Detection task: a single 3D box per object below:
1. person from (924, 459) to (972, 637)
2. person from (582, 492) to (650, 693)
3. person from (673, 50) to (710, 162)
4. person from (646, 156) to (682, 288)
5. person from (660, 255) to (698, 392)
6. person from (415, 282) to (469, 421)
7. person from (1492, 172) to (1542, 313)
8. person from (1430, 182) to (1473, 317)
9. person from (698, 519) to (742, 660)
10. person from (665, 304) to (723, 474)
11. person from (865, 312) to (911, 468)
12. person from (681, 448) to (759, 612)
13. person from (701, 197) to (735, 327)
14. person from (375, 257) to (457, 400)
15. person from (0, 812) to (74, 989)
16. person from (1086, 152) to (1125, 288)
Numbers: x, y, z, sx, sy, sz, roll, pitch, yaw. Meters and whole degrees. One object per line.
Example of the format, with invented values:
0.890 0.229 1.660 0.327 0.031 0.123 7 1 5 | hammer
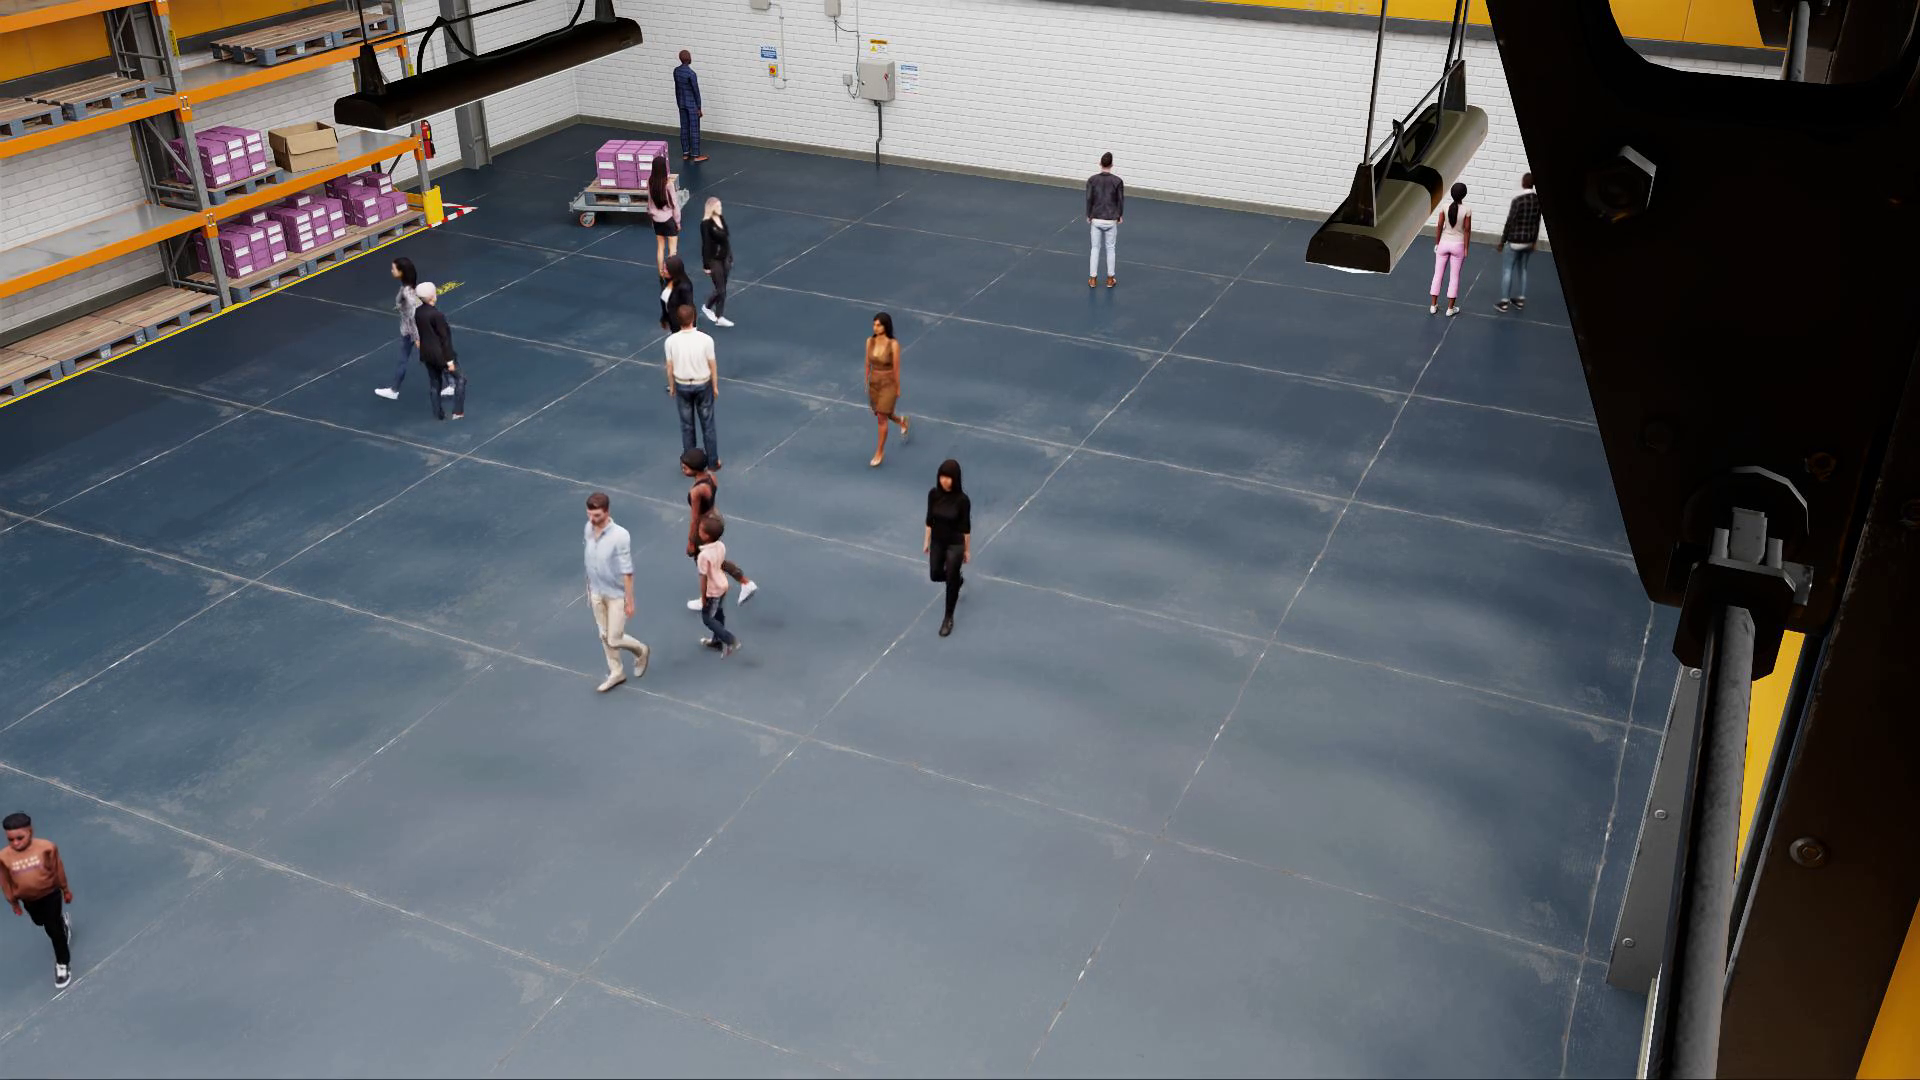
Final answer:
-0.078 0.006 14.611 0.569 1.633 0.822 12 31 21 | person
-2.801 0.401 13.677 0.714 1.835 0.771 19 34 31 | person
-4.521 -7.250 27.718 0.688 1.819 0.644 17 33 29 | person
-3.940 -4.230 22.191 0.623 1.811 0.517 12 31 21 | person
-3.172 -2.547 19.327 0.892 1.599 0.823 -21 35 -33 | person
-5.834 -1.998 18.522 0.819 1.766 0.729 19 34 31 | person
7.217 -3.843 21.472 0.756 1.820 0.823 -9 30 -17 | person
6.318 -3.755 21.394 0.592 1.742 0.522 15 32 25 | person
-2.055 0.420 14.200 0.570 1.300 0.637 14 31 23 | person
-2.769 -1.557 17.245 0.747 1.855 0.744 -1 29 -2 | person
-0.756 -1.627 17.570 0.647 1.668 1.007 16 33 28 | person
-2.146 -0.047 14.670 0.807 1.669 0.899 6 29 11 | person
-3.139 -3.512 21.012 0.680 1.679 0.594 13 31 23 | person
-6.098 -2.371 18.922 1.090 1.679 1.191 -2 29 -4 | person
-6.017 2.267 10.884 0.862 1.233 0.939 -8 30 -15 | person
1.934 -4.283 22.262 0.718 1.837 0.664 3 29 6 | person
